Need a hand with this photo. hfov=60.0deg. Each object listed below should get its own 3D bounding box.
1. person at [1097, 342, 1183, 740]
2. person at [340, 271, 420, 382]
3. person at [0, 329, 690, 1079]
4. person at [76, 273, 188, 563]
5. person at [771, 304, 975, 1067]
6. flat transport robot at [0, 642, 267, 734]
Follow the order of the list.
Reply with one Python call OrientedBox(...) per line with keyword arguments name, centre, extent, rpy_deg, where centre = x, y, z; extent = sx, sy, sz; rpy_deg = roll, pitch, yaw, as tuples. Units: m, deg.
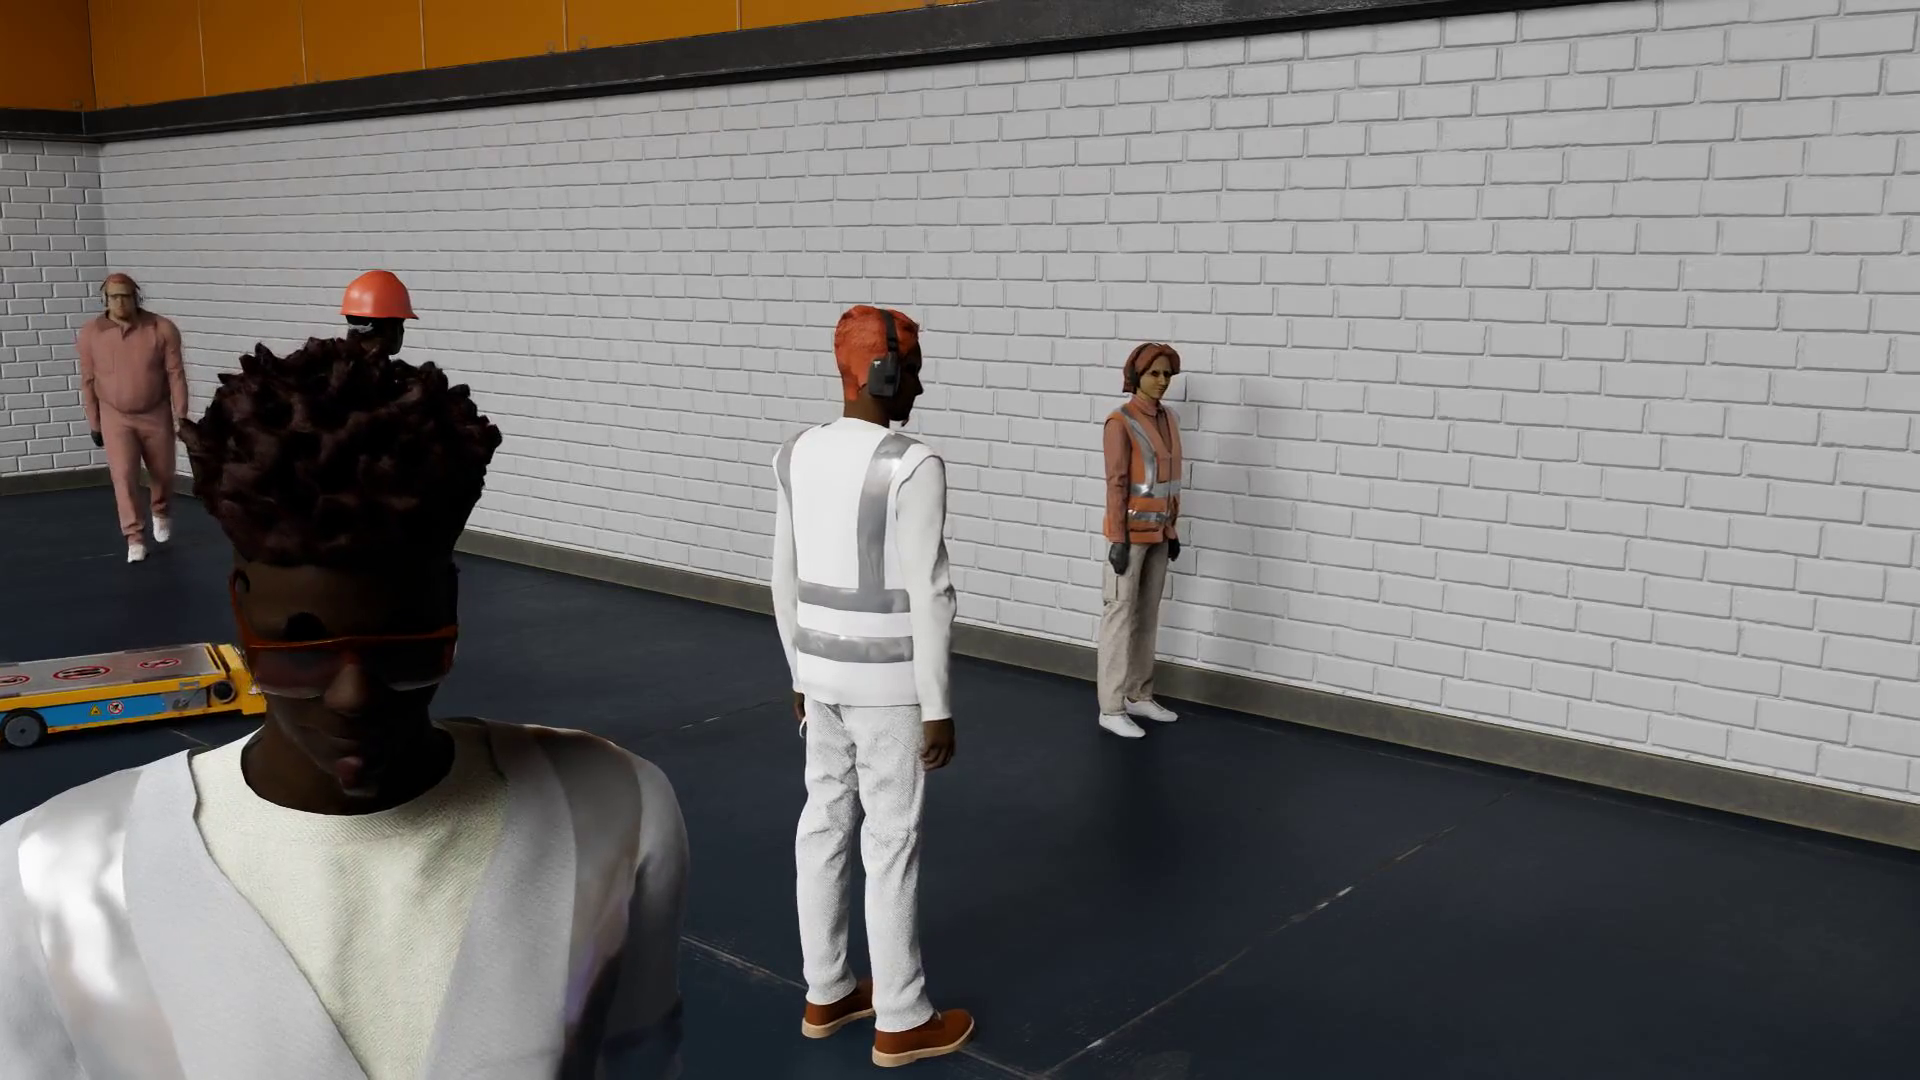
OrientedBox(name="person", centre=(0.761, -0.006, 6.965), extent=(0.315, 1.636, 0.515), rpy_deg=(7, 12, 35))
OrientedBox(name="person", centre=(-2.192, -0.051, 6.367), extent=(0.552, 1.935, 0.368), rpy_deg=(3, 10, 17))
OrientedBox(name="person", centre=(-0.487, 0.806, 1.423), extent=(0.603, 1.958, 0.380), rpy_deg=(-6, 12, -31))
OrientedBox(name="person", centre=(-5.452, -0.833, 11.011), extent=(0.639, 1.873, 0.888), rpy_deg=(-4, 11, -24))
OrientedBox(name="person", centre=(-0.229, 0.362, 4.160), extent=(0.575, 1.885, 0.360), rpy_deg=(10, 14, 43))
OrientedBox(name="flat transport robot", centre=(-3.664, 0.648, 7.128), extent=(1.431, 0.197, 0.652), rpy_deg=(-6, 11, -29))
